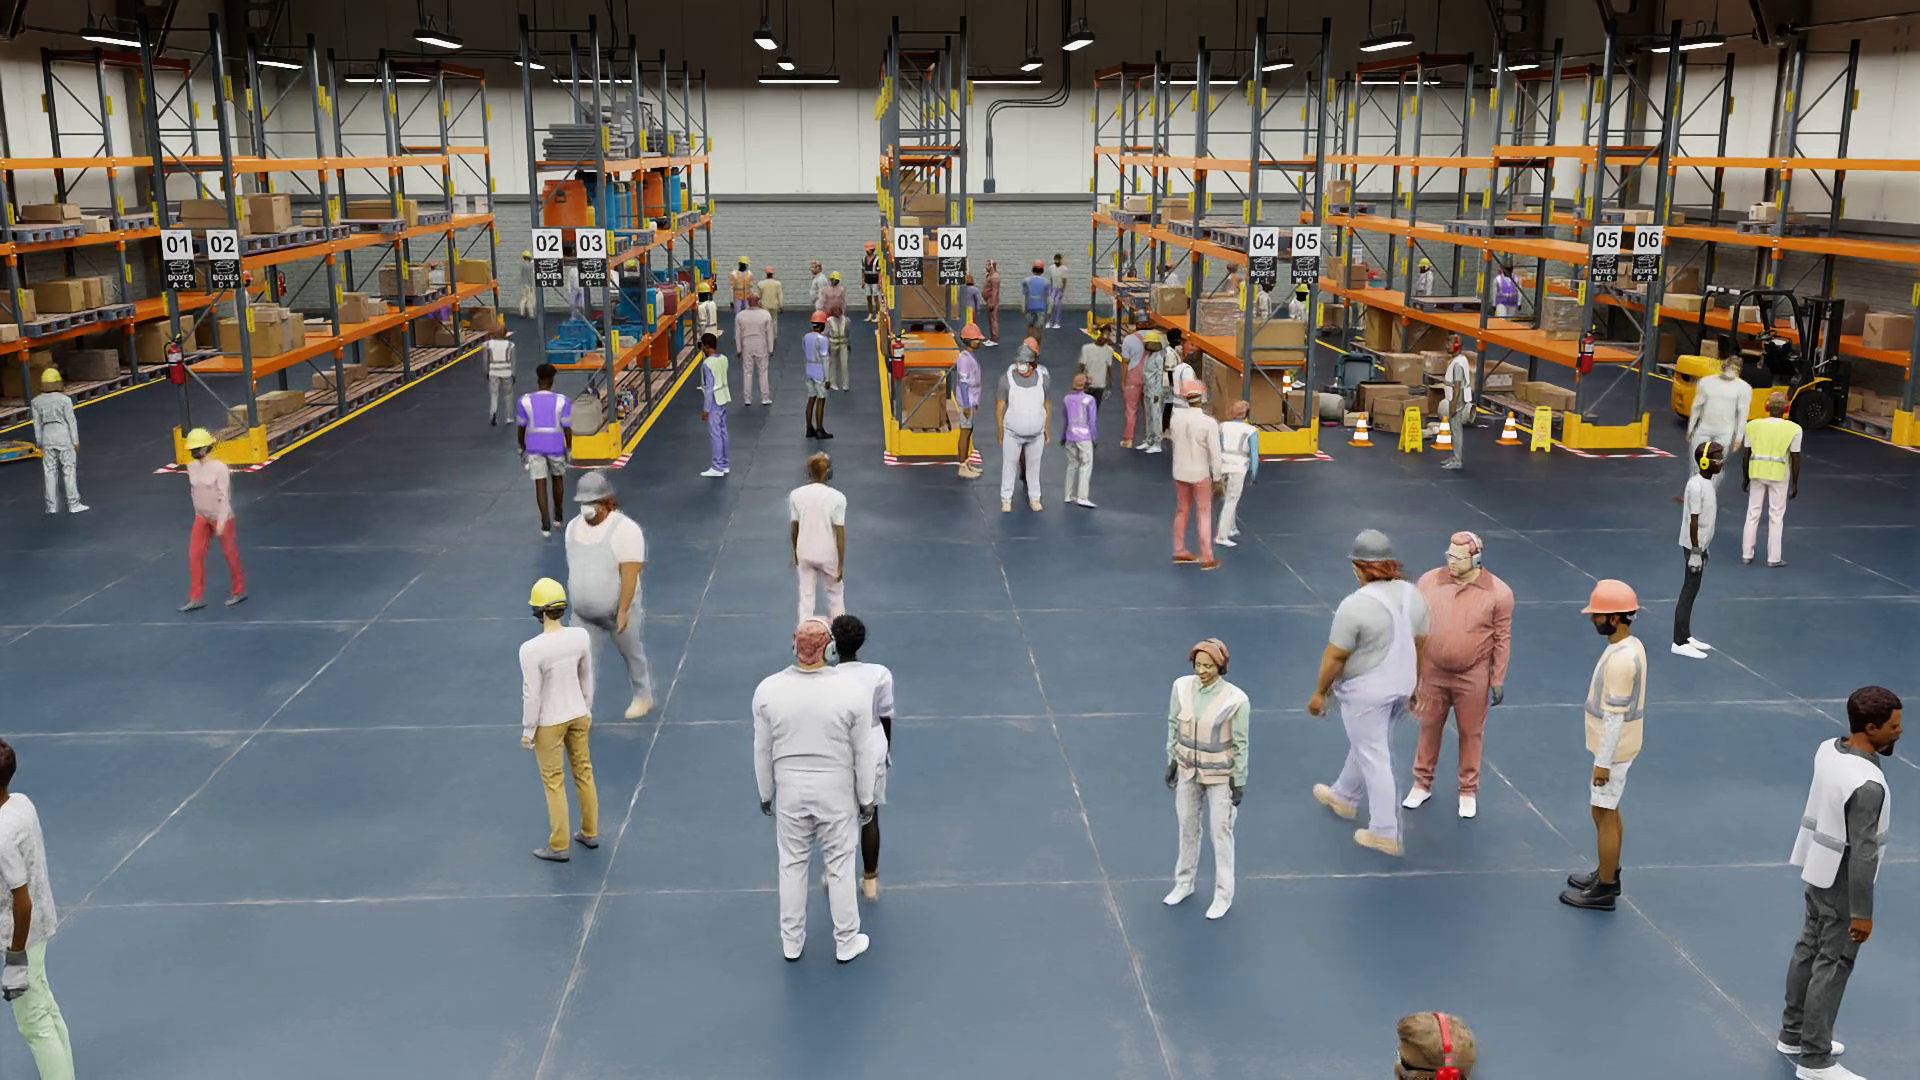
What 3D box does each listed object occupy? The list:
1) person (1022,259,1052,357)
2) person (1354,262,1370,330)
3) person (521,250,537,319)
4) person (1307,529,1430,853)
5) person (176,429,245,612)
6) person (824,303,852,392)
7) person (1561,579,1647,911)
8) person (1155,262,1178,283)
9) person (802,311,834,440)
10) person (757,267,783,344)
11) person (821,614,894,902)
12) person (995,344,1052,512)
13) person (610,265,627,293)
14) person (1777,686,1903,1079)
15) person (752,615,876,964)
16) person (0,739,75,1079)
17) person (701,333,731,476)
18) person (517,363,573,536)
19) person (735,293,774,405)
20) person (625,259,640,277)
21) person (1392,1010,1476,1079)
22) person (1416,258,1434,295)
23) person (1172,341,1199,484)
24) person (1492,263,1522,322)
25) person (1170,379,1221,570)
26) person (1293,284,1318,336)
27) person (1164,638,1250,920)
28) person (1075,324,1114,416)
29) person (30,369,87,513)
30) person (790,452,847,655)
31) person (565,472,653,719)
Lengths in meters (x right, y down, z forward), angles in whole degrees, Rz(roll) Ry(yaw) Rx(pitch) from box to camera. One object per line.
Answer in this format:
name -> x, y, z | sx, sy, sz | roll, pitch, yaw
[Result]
person -> 1.621, -4.857, 34.869 | 0.640, 2.020, 0.614 | 1, 13, 5
person -> 9.683, -5.866, 39.988 | 0.507, 1.632, 0.264 | -10, 16, -35
person -> -11.040, -6.522, 42.512 | 0.351, 1.774, 0.531 | -10, 17, -38
person -> 2.511, 0.888, 10.507 | 0.707, 2.000, 0.951 | -10, 16, -35
person -> -7.113, -0.174, 15.674 | 0.530, 1.735, 0.789 | 4, 14, 18
person -> -2.172, -3.436, 29.760 | 0.538, 1.596, 0.869 | -4, 14, -17
person -> 3.713, 1.170, 9.564 | 0.383, 1.926, 0.550 | 6, 15, 24
person -> 4.841, -5.740, 39.335 | 0.573, 1.696, 0.875 | -6, 14, -23
person -> -2.121, -2.481, 25.026 | 0.384, 1.928, 0.546 | -12, 18, -41
person -> -4.265, -5.267, 37.325 | 0.574, 1.701, 0.896 | -2, 13, -8
person -> -0.623, 1.270, 9.688 | 0.535, 1.665, 0.456 | -4, 14, -17
person -> 0.782, -1.344, 19.959 | 0.683, 2.000, 0.536 | -2, 13, -9
person -> -7.800, -5.496, 37.882 | 0.574, 1.887, 0.355 | -11, 17, -40
person -> 4.101, 1.596, 7.771 | 0.372, 1.916, 0.597 | 2, 13, 9
person -> -0.762, 1.335, 8.900 | 0.652, 1.906, 0.403 | 2, 13, 7
person -> -4.105, 1.747, 7.245 | 0.310, 1.864, 0.532 | -6, 15, -24
person -> -3.266, -1.808, 22.201 | 0.392, 1.914, 0.587 | 3, 14, 14
person -> -4.738, -1.062, 19.003 | 0.626, 1.919, 0.912 | -3, 14, -14
person -> -3.485, -3.248, 28.315 | 0.652, 1.906, 0.402 | 0, 13, 2
person -> -7.726, -5.775, 39.401 | 0.518, 1.726, 0.492 | 4, 14, 16
person -> 1.463, 2.280, 5.054 | 0.408, 1.834, 0.587 | 0, 13, -2
person -> 10.727, -5.590, 38.428 | 0.405, 1.824, 0.585 | -1, 13, -2
person -> 2.928, -1.623, 21.478 | 0.356, 1.886, 0.574 | -2, 13, -9
person -> 12.214, -5.292, 37.183 | 0.624, 1.818, 0.854 | 1, 13, 6
person -> 2.449, -0.690, 17.323 | 0.405, 1.985, 0.636 | -13, 18, -43
person -> 6.960, -4.388, 33.592 | 0.534, 1.697, 0.322 | 1, 13, 4
person -> 1.408, 1.342, 9.467 | 0.519, 1.633, 0.314 | 11, 17, 39
person -> 1.943, -2.190, 23.963 | 0.567, 1.844, 0.413 | -4, 14, -18
person -> -10.827, -1.172, 19.919 | 0.520, 1.741, 0.410 | -1, 13, -5
person -> -1.175, 0.150, 14.150 | 0.515, 1.807, 0.863 | 2, 13, 10
person -> -2.669, 0.433, 12.433 | 0.683, 2.000, 1.044 | 4, 14, 17
